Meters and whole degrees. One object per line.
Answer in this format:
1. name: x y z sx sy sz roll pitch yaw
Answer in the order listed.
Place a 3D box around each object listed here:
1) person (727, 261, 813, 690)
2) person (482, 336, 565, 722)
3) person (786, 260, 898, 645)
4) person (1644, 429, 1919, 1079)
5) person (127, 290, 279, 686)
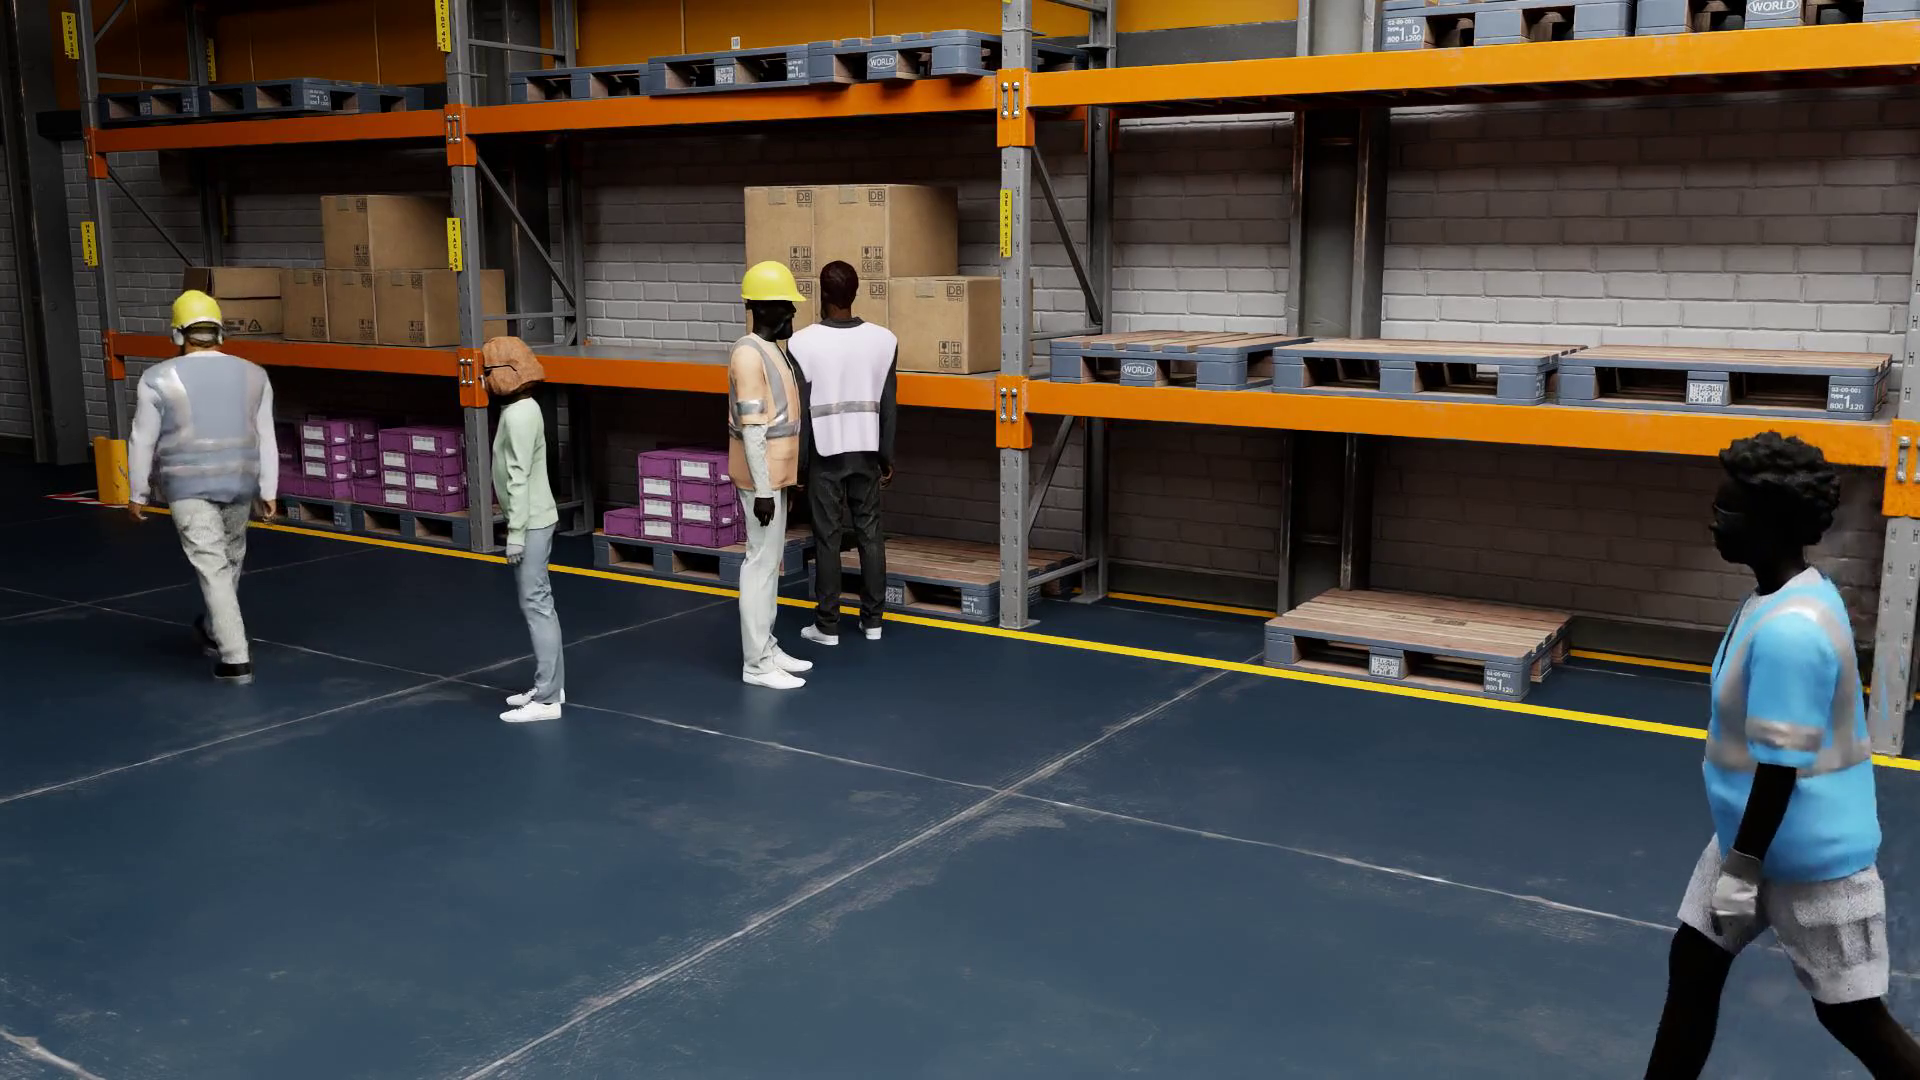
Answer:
1. person: -0.865 -0.294 7.573 0.363 1.928 0.587 0 10 2
2. person: -1.846 -0.047 7.045 0.284 1.624 0.494 -2 11 -13
3. person: -0.585 -0.428 8.333 0.591 1.922 0.391 -5 11 -26
4. person: 1.725 0.606 3.359 0.872 1.652 0.539 4 11 19
5. person: -3.533 -0.256 7.735 0.924 1.780 0.614 10 14 44
